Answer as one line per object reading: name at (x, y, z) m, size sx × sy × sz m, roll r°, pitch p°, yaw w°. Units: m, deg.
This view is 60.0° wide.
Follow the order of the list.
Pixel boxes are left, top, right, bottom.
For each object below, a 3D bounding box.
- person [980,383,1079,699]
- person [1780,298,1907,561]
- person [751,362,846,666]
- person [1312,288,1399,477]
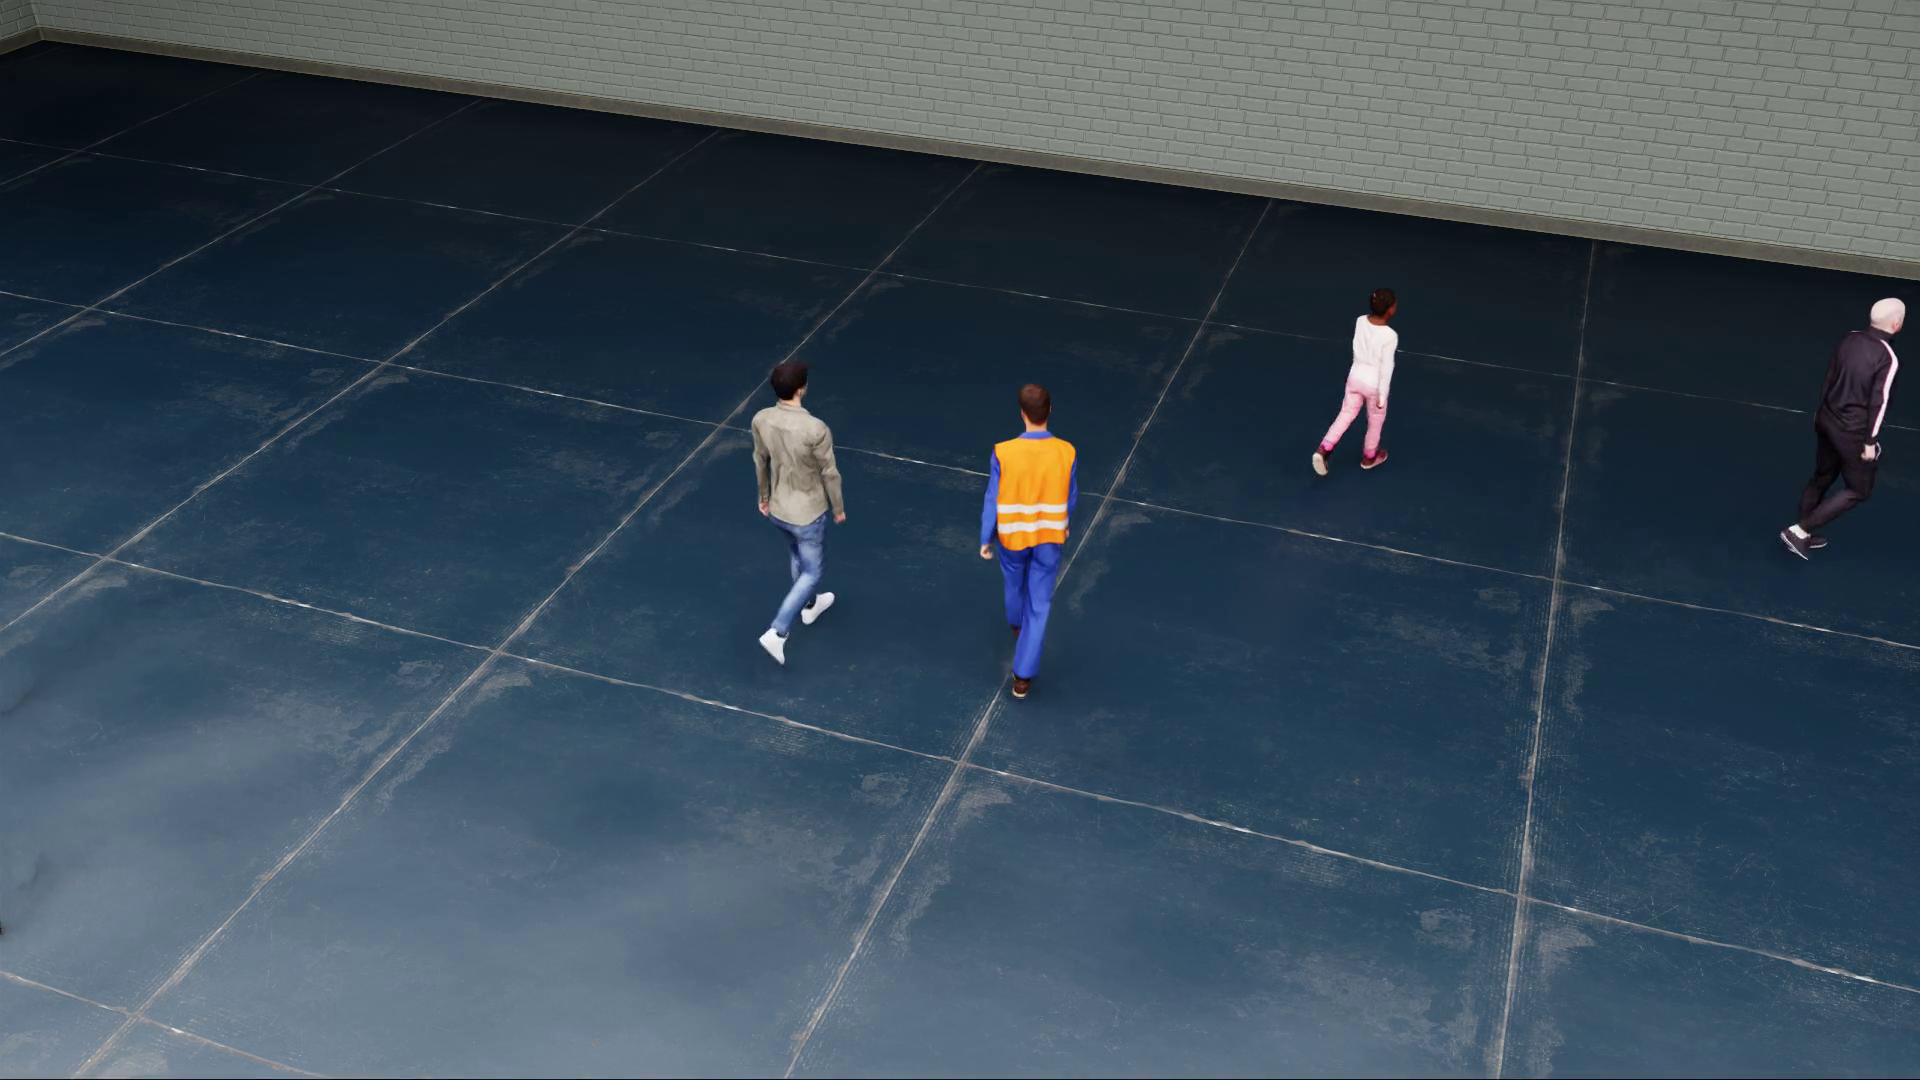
person at (0.404, 0.068, 9.367) m, size 0.948 × 1.812 × 1.183 m, roll -1°, pitch 33°, yaw -2°
person at (5.487, -0.652, 10.468) m, size 0.923 × 1.818 × 0.849 m, roll -6°, pitch 34°, yaw -9°
person at (-0.977, -0.136, 9.652) m, size 0.826 × 1.843 × 1.139 m, roll 18°, pitch 37°, yaw 25°
person at (2.767, -1.078, 11.481) m, size 1.013 × 1.428 × 0.850 m, roll -23°, pitch 40°, yaw -31°
